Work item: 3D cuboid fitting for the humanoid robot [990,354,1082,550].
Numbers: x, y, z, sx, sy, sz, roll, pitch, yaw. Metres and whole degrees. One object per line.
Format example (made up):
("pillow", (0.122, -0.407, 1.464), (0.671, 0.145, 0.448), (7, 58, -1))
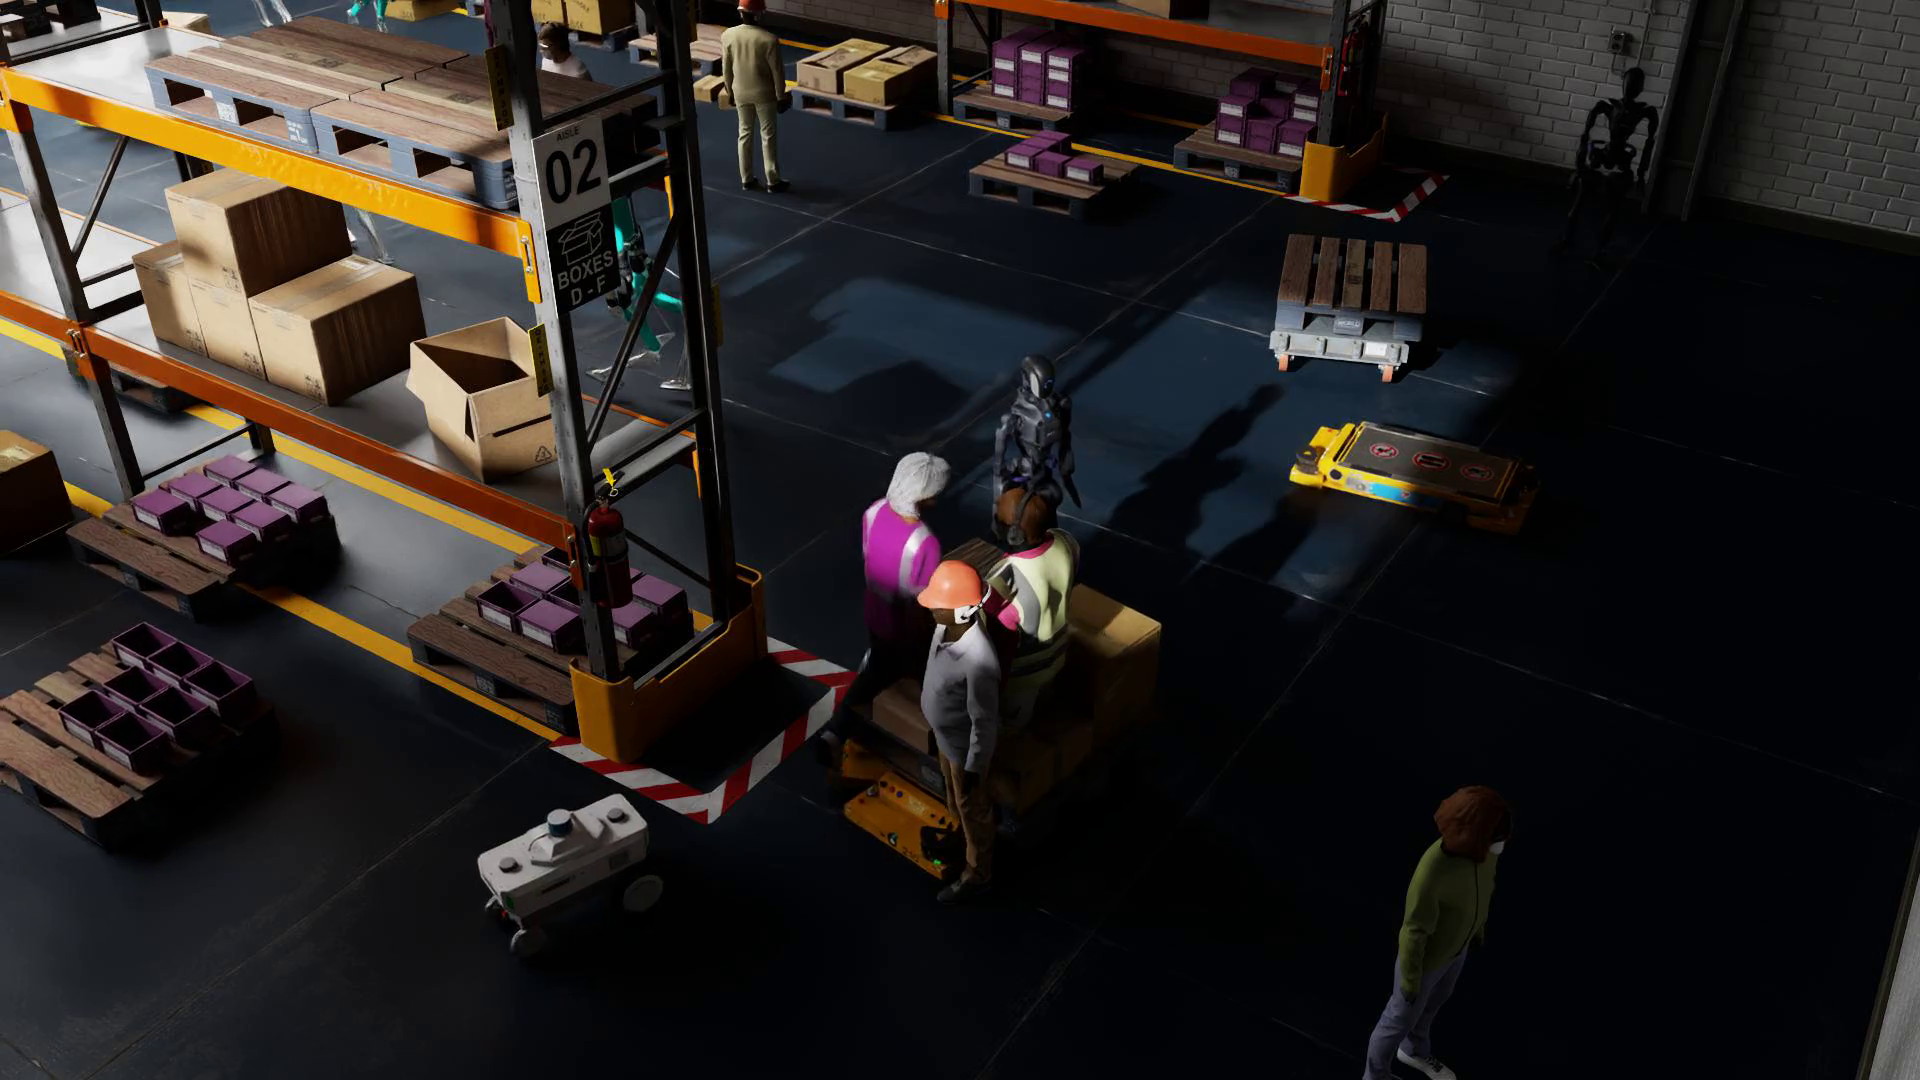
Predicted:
("humanoid robot", (0.390, -0.264, 8.987), (0.593, 1.642, 0.334), (-25, 41, -33))

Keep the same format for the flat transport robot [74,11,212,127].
("flat transport robot", (-7.881, -4.223, 16.363), (1.431, 0.231, 0.659), (6, 34, 9))

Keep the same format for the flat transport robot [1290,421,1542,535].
("flat transport robot", (2.882, -0.420, 10.519), (1.431, 0.231, 0.659), (16, 36, 23))

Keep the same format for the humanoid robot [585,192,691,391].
("humanoid robot", (-2.113, -1.707, 11.143), (1.011, 1.730, 0.552), (10, 34, 15))

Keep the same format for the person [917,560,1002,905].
("person", (-0.015, 0.827, 7.238), (0.325, 1.752, 0.562), (-9, 34, -14))

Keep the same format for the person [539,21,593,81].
("person", (-3.088, -3.155, 13.198), (0.373, 1.935, 0.627), (-26, 41, -34))

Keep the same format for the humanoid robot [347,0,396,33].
("humanoid robot", (-6.341, -5.867, 17.550), (0.953, 1.773, 0.546), (26, 41, 34))

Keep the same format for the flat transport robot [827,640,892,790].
("flat transport robot", (-0.206, 0.791, 8.657), (0.659, 0.231, 1.431), (6, 33, 9))

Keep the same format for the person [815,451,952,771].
("person", (-0.329, 0.396, 7.847), (0.554, 1.816, 0.707), (28, 42, 36))

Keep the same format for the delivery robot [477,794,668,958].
("delivery robot", (-1.731, 1.447, 7.390), (0.798, 0.598, 0.499), (-23, 39, -31))

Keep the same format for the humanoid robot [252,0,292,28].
("humanoid robot", (-7.749, -6.446, 18.455), (1.027, 1.737, 0.537), (27, 42, 35))

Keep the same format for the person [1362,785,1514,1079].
("person", (1.808, 1.544, 6.256), (0.496, 1.627, 0.286), (-26, 41, -34))

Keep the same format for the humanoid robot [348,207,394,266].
("humanoid robot", (-4.940, -3.095, 13.330), (0.537, 1.760, 1.029), (-26, 41, -34))

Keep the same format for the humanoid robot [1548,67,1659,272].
("humanoid robot", (5.107, -2.935, 13.098), (0.609, 1.647, 0.456), (7, 34, 10))

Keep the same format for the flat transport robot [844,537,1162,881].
("flat transport robot", (0.167, 1.095, 8.190), (0.659, 0.231, 1.431), (27, 42, 35))

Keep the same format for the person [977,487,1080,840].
("person", (0.264, 0.559, 7.570), (0.429, 1.846, 0.627), (20, 38, 27))

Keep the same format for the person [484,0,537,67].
("person", (-4.039, -4.382, 15.067), (0.498, 1.950, 0.420), (13, 35, 19))

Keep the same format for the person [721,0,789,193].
("person", (-1.775, -3.915, 14.527), (0.574, 1.749, 0.334), (10, 34, 15))
